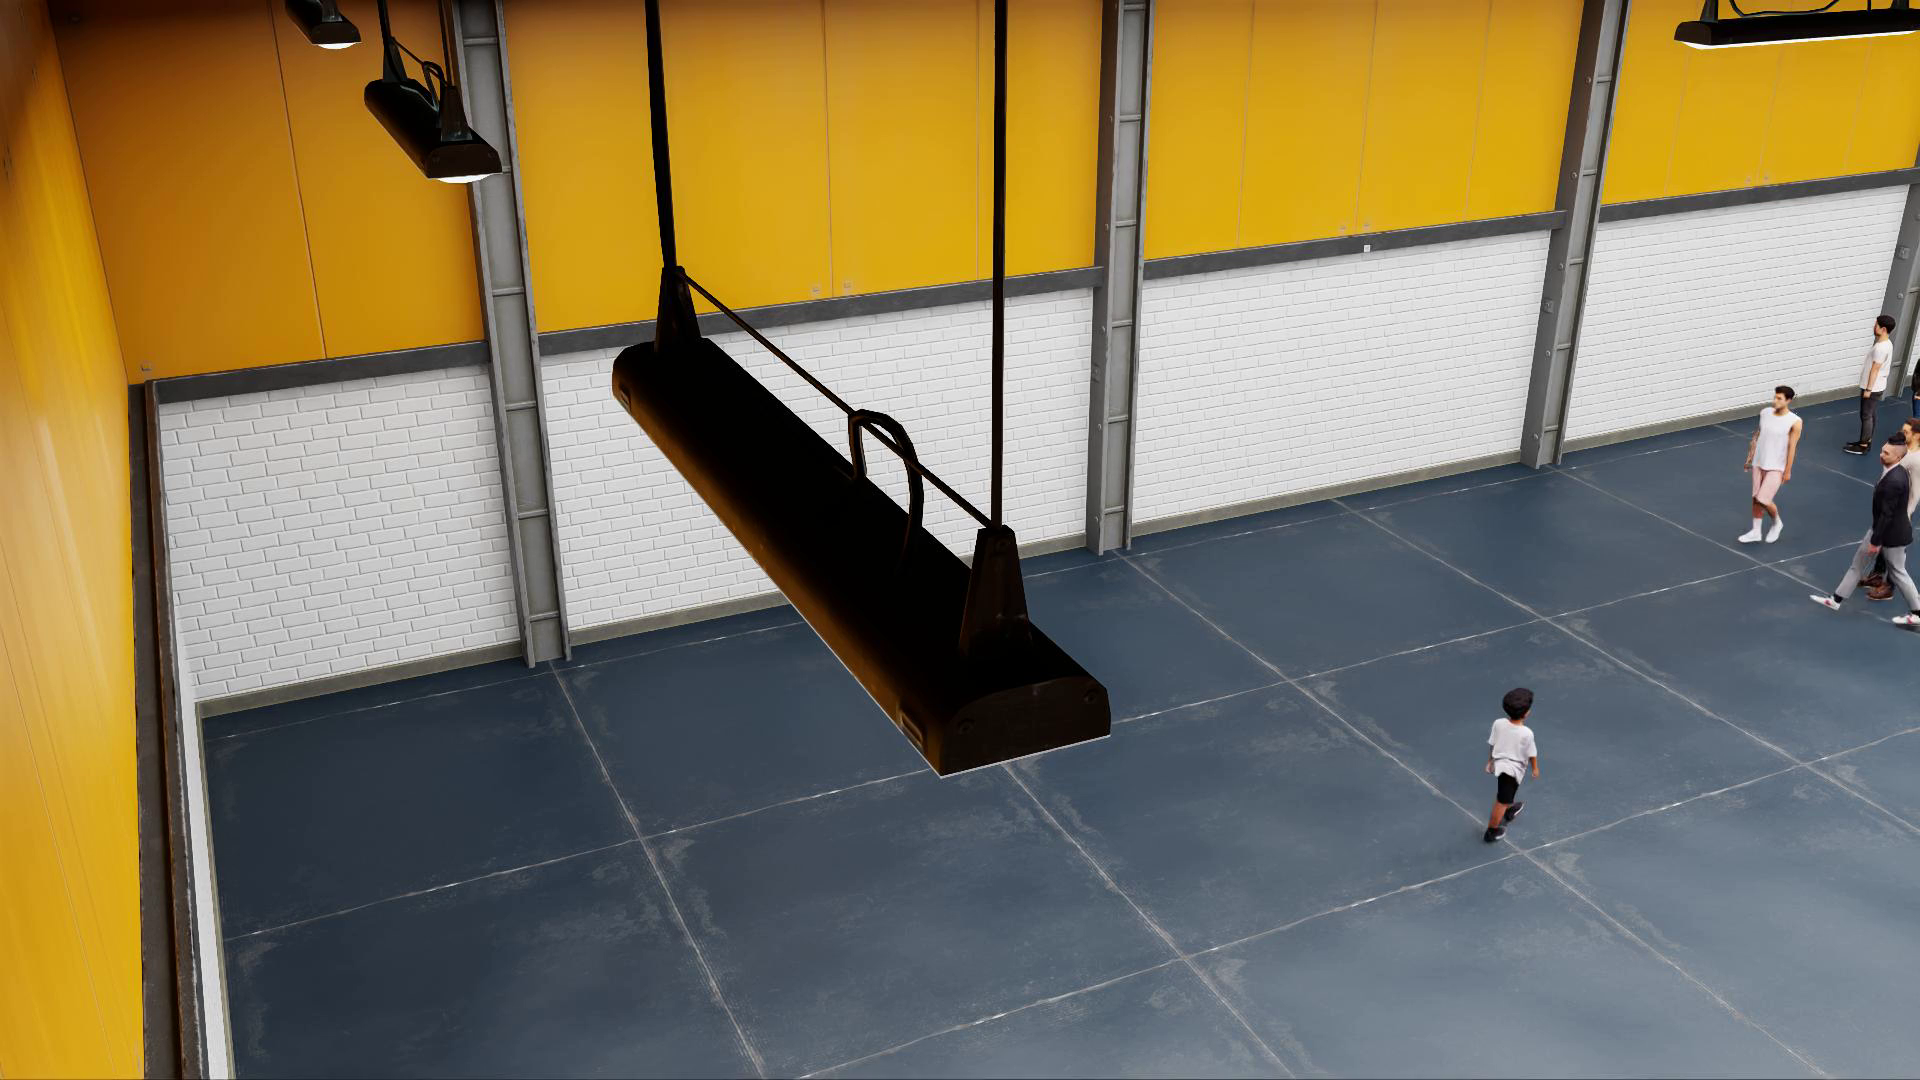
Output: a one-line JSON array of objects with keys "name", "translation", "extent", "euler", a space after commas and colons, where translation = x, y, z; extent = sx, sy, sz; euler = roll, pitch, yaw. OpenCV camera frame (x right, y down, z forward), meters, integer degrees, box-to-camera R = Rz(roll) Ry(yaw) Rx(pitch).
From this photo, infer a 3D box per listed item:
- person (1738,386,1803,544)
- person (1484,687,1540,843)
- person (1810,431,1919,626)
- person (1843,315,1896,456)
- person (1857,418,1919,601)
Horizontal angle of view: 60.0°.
[{"name": "person", "translation": [8.647, -0.803, 17.616], "extent": [0.725, 1.775, 0.663], "euler": [-9, 25, -19]}, {"name": "person", "translation": [4.103, 1.722, 12.512], "extent": [0.824, 1.236, 0.603], "euler": [-18, 29, -35]}, {"name": "person", "translation": [8.929, -0.068, 15.770], "extent": [1.332, 1.907, 1.281], "euler": [11, 26, 24]}, {"name": "person", "translation": [11.084, -1.887, 20.166], "extent": [0.752, 1.718, 0.649], "euler": [14, 27, 29]}, {"name": "person", "translation": [9.241, -0.313, 16.382], "extent": [0.713, 1.866, 0.739], "euler": [0, 24, 0]}]
